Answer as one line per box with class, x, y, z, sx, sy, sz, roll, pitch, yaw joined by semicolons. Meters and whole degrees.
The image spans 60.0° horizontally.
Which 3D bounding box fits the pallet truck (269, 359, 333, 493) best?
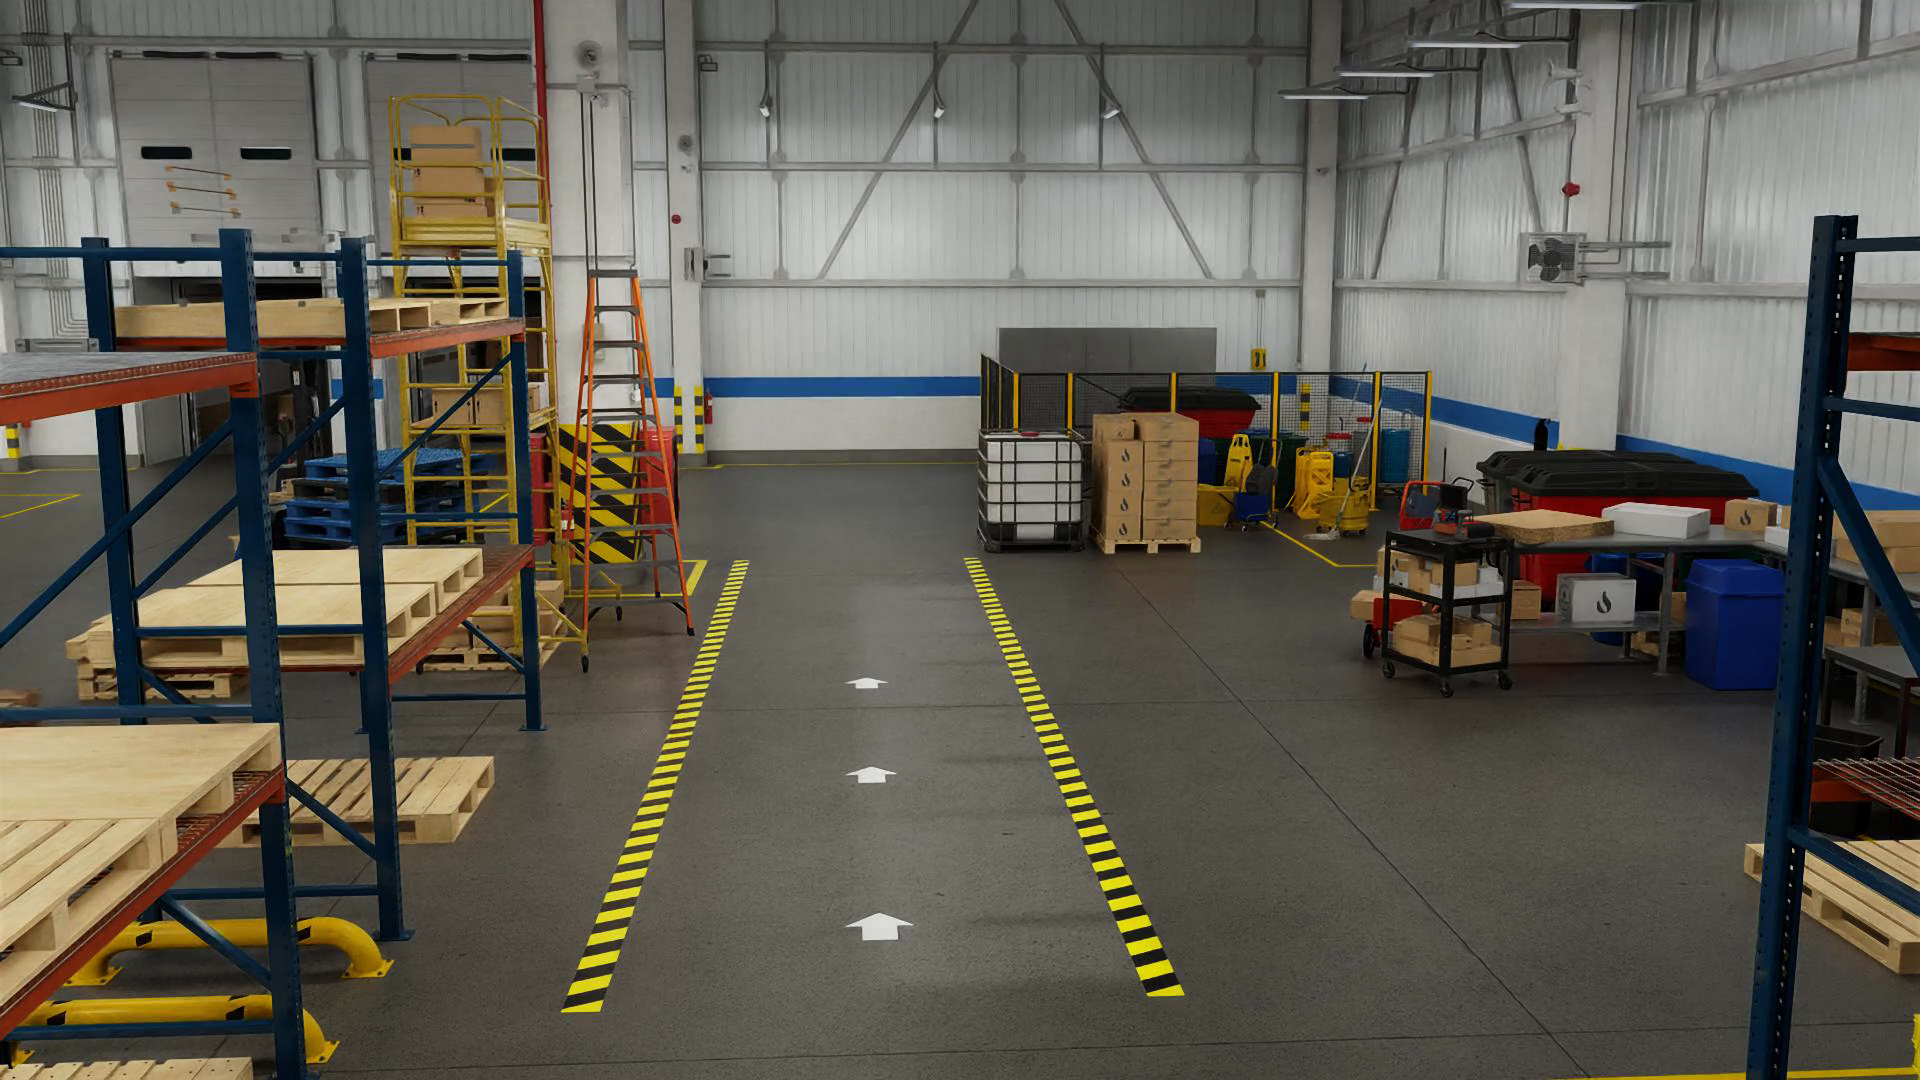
pallet truck;-7.062;-1.131;18.996;1.885;1.965;0.823;2;9;13
